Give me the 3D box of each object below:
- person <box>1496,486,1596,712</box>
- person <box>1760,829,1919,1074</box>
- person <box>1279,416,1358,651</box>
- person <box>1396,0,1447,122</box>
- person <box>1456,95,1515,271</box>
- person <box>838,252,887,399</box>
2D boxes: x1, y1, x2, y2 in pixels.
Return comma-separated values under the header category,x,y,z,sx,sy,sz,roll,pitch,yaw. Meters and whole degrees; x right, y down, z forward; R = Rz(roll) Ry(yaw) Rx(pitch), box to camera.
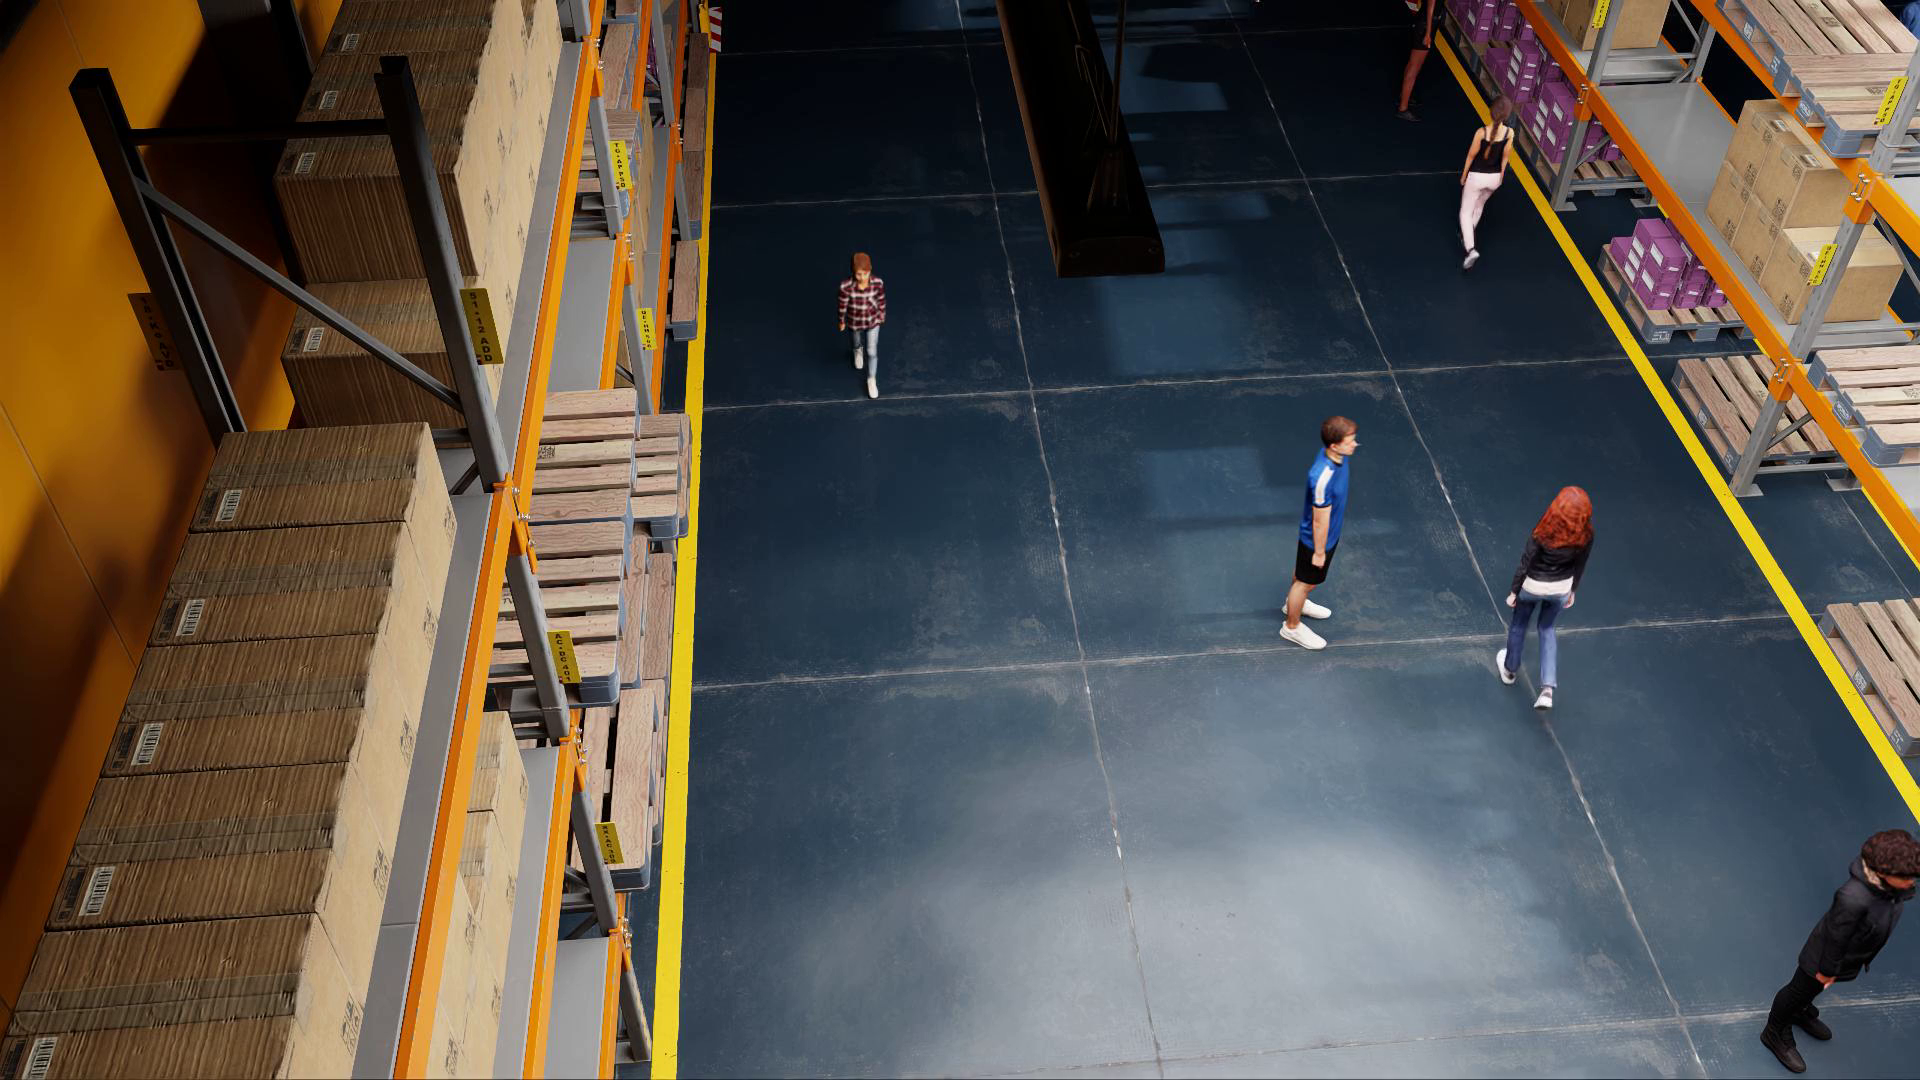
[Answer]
category,x,y,z,sx,sy,sz,roll,pitch,yaw
person,3.736,0.406,10.597,0.611,1.778,0.961,0,44,0
person,4.650,2.129,8.786,0.737,1.781,0.772,-29,51,-27
person,2.385,-0.083,11.046,0.783,1.866,0.647,12,45,12
person,4.550,-4.993,16.291,0.718,1.740,0.557,10,44,10
person,4.553,-3.095,14.444,0.532,1.541,0.959,-2,44,-2
person,-0.777,-1.810,13.285,0.530,1.279,0.841,-4,44,-4
